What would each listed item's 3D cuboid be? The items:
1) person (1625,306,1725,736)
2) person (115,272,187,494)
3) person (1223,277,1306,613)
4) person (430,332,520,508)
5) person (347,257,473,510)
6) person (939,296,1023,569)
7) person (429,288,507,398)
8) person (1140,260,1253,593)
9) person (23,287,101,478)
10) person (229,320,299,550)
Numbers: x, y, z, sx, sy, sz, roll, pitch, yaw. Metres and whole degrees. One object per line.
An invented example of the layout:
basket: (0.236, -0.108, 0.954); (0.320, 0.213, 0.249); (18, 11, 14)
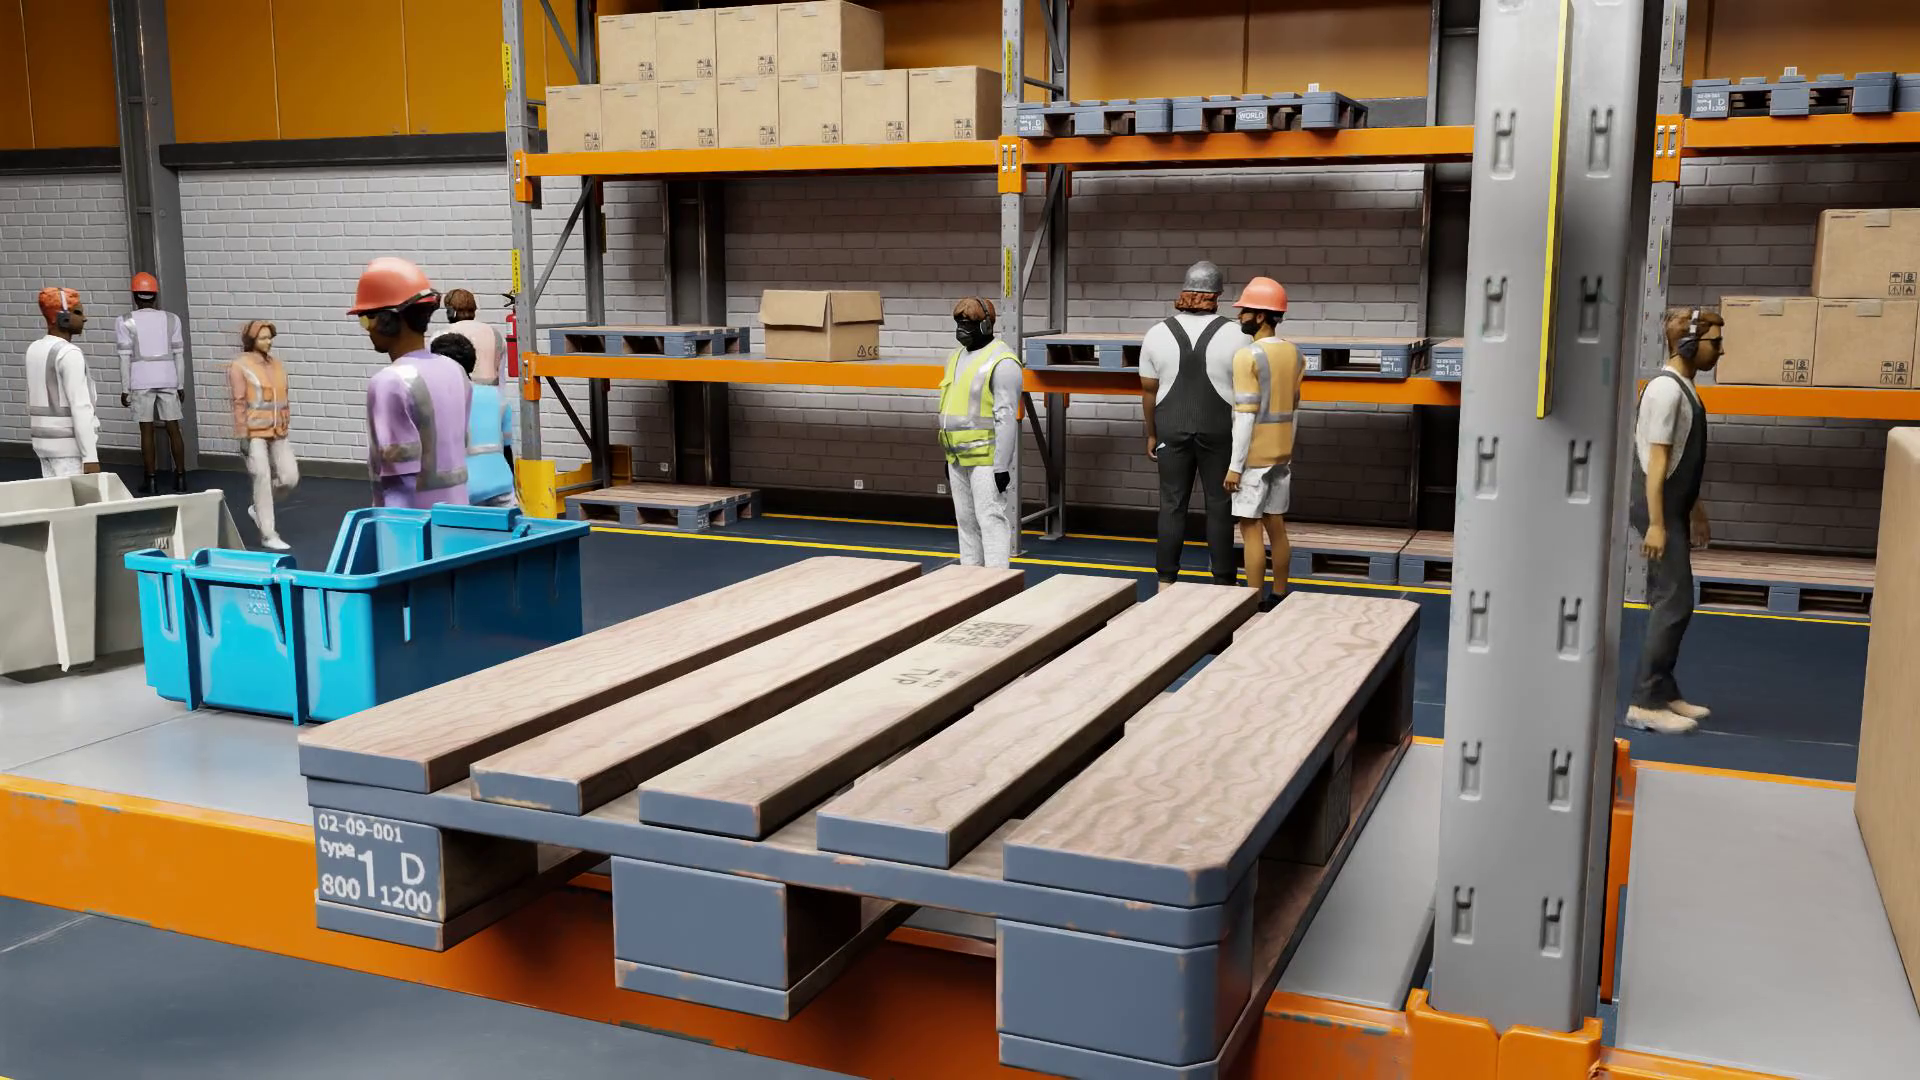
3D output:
person: (3.106, -0.088, 7.214); (0.404, 1.834, 0.568); (5, 11, 29)
person: (-7.101, -1.375, 14.615); (0.546, 1.939, 0.375); (-8, 12, -39)
person: (1.647, -0.466, 9.154); (0.340, 1.941, 0.551); (9, 13, 44)
person: (-2.560, -0.248, 8.680); (0.792, 1.650, 0.607); (5, 11, 30)
person: (-1.981, 0.008, 6.024); (0.395, 2.038, 0.615); (1, 10, 7)
person: (0.098, -0.462, 9.474); (0.429, 1.837, 0.624); (-6, 11, -31)
person: (-3.609, -0.914, 12.175); (0.429, 1.836, 0.630); (8, 12, 39)
person: (1.445, -0.660, 10.026); (0.685, 2.000, 0.538); (3, 10, 19)
person: (-5.120, -0.502, 9.547); (0.584, 1.882, 0.337); (7, 12, 37)
person: (-4.939, -0.738, 11.736); (0.435, 1.627, 0.518); (5, 10, 25)
